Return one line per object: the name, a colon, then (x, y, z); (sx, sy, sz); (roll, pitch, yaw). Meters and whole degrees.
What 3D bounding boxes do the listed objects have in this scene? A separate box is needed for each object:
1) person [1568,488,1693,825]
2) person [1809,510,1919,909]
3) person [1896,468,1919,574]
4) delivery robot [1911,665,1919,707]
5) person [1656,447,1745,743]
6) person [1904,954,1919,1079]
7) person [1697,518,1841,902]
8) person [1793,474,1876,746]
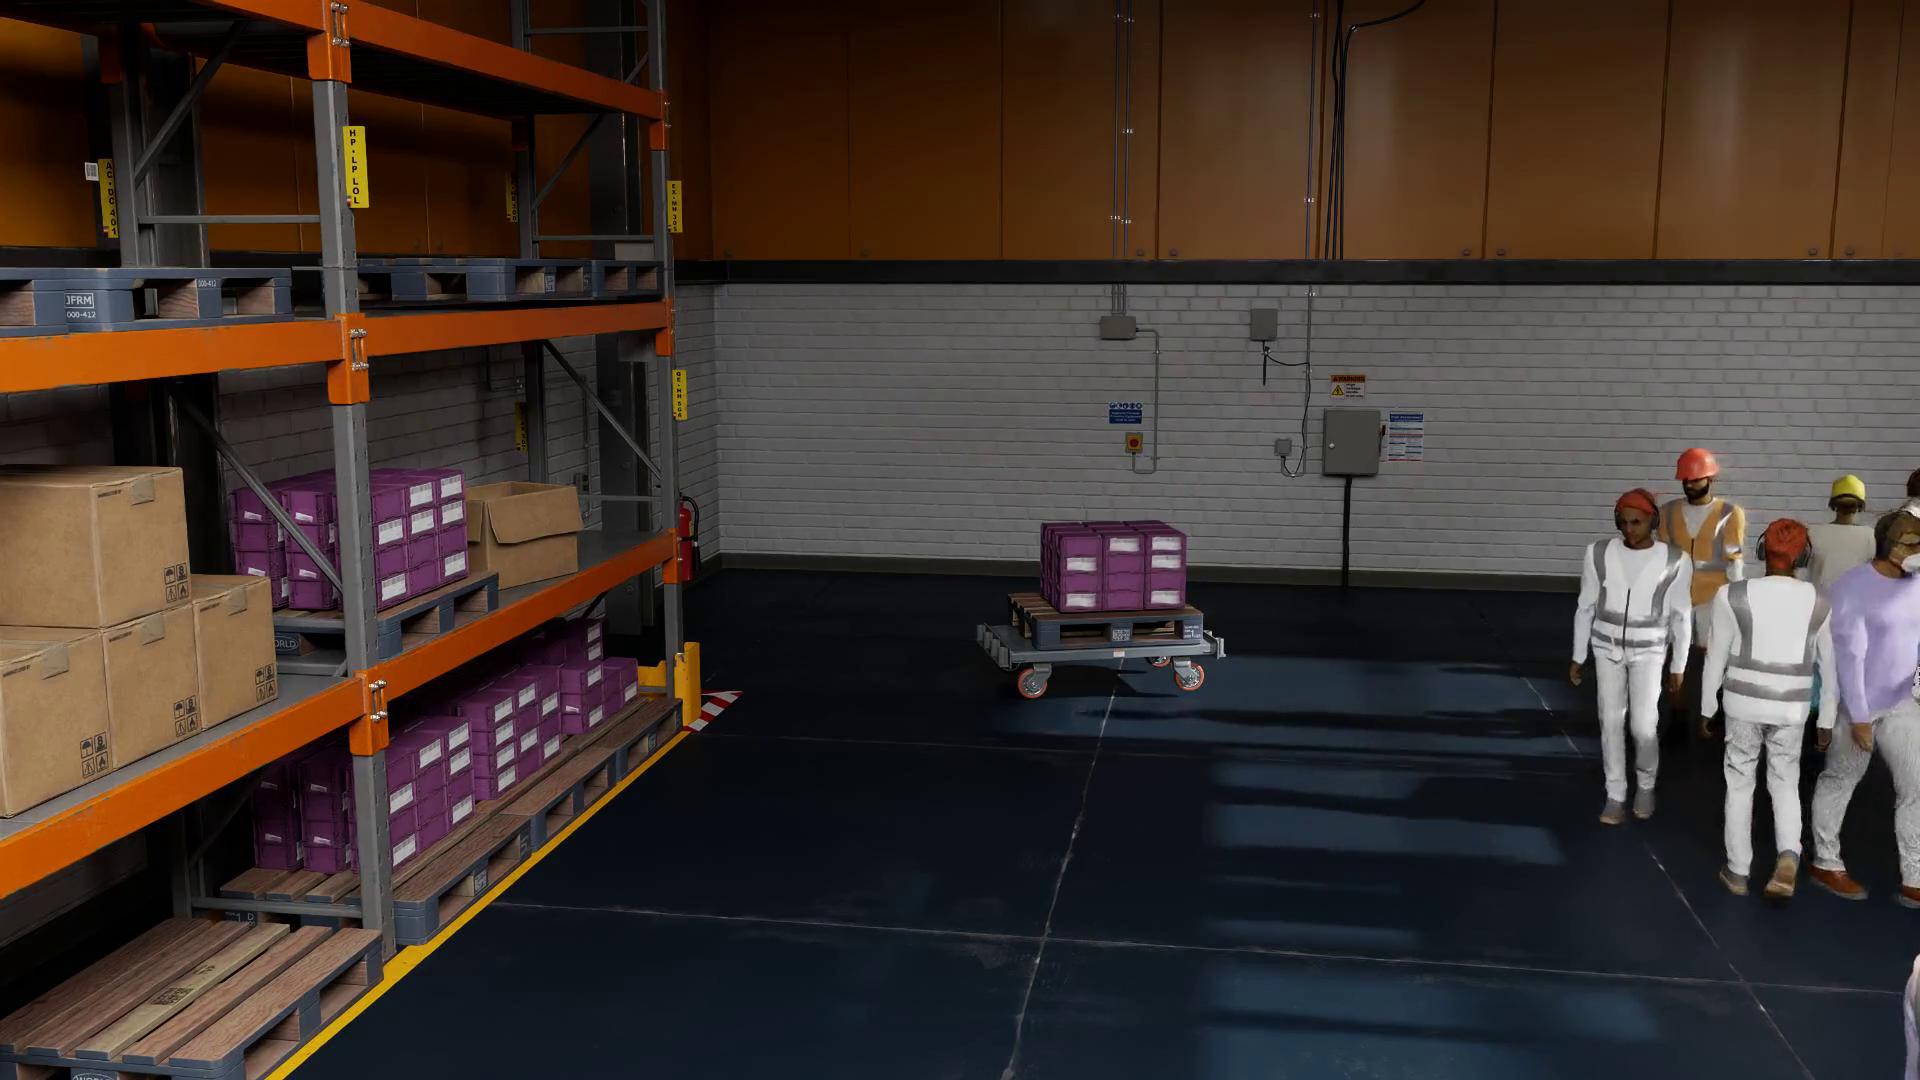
person: (3.652, 0.641, 9.083); (0.577, 1.866, 0.413); (6, 11, 34)
person: (4.388, 0.824, 7.806); (0.643, 1.907, 0.831); (-3, 10, -17)
person: (6.892, 0.278, 12.069); (0.542, 1.617, 0.360); (-7, 12, -38)
delivery robot: (6.282, 0.944, 10.955); (0.707, 0.478, 0.477); (3, 10, 17)
person: (4.727, 0.355, 10.675); (0.566, 1.918, 0.518); (9, 13, 42)
person: (2.333, 1.550, 3.650); (0.436, 1.822, 0.632); (-3, 10, -18)
person: (3.860, 0.829, 7.936); (0.599, 1.869, 0.596); (3, 10, 16)
person: (5.594, 0.453, 10.631); (0.528, 1.744, 0.738); (5, 10, 27)
